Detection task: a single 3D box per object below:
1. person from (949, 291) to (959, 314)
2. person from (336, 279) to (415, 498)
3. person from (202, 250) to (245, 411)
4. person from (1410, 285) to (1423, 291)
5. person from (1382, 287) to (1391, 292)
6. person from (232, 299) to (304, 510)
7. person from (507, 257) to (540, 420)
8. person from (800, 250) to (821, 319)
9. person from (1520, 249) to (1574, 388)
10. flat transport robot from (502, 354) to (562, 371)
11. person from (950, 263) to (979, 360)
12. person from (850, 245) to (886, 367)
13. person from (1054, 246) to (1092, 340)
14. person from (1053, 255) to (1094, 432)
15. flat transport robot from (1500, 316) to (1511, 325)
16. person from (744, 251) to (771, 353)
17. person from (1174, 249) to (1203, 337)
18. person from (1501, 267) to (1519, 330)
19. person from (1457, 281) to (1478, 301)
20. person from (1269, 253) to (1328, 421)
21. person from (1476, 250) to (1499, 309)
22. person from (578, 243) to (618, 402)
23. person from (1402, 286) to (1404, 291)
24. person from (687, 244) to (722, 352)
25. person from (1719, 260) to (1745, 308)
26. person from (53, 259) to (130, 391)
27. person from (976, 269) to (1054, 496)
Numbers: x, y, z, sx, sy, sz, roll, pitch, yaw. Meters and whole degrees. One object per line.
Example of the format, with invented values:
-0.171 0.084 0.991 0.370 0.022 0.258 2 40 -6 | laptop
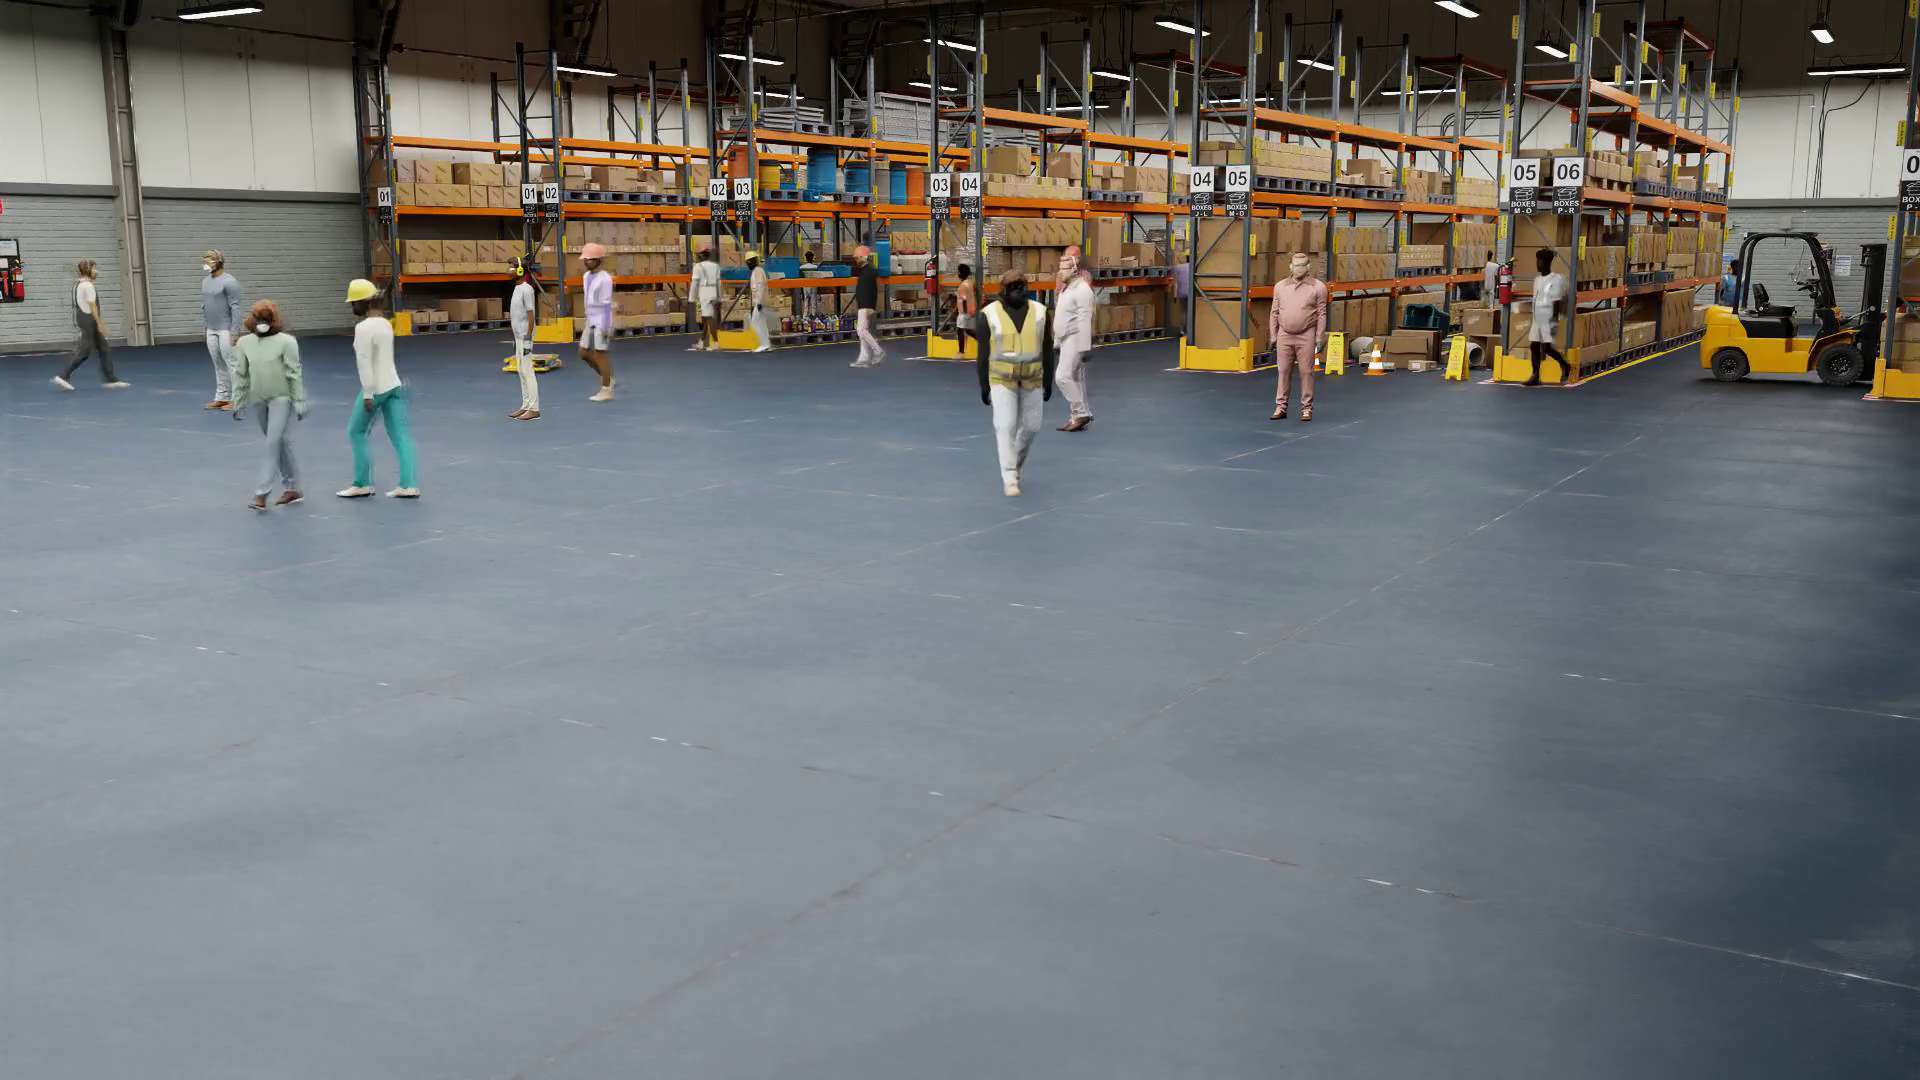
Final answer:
0.121 -5.297 35.570 0.612 1.957 0.889 6 12 31 | person
-4.679 -1.180 13.138 0.732 1.730 0.561 2 10 10 | person
-8.944 -2.531 20.150 0.628 1.940 0.377 6 12 32 | person
11.107 -6.071 40.446 0.963 1.777 0.689 -7 12 -34 | person
10.719 -6.254 41.179 0.883 1.892 0.656 -2 10 -11 | person
-5.299 -1.020 12.629 0.529 1.587 0.801 2 10 13 | person
-5.046 -2.315 19.136 0.316 1.870 0.531 -6 12 -29 | person
-3.236 -5.352 36.134 0.514 1.877 0.328 5 11 26 | person
8.230 -3.089 23.226 0.647 1.950 0.619 -3 11 -16 | person
-6.814 -2.832 26.508 0.652 0.197 1.431 0 10 -3 | flat transport robot
0.187 -3.952 28.822 0.642 1.677 0.530 3 11 17 | person
-1.540 -3.797 27.105 0.464 1.982 0.649 -3 10 -15 | person
1.681 -3.415 24.967 0.642 1.982 0.435 6 12 30 | person
1.182 -2.099 17.859 0.431 1.890 0.659 -2 10 -11 | person
13.299 -5.392 40.846 0.652 0.197 1.431 2 10 9 | flat transport robot
-3.739 -4.402 30.792 0.509 1.872 0.668 -1 10 -8 | person
4.815 -5.153 34.905 0.628 1.910 0.468 5 11 27 | person
12.992 -5.860 39.137 0.604 1.833 0.832 -1 10 -5 | person
12.714 -6.441 41.767 1.004 2.000 0.703 3 10 15 | person
3.847 -2.313 19.023 0.651 1.905 0.409 5 11 25 | person
12.443 -5.900 39.258 0.510 1.860 0.334 2 10 14 | person
-4.636 -2.761 21.196 0.435 2.023 0.635 -9 13 -40 | person
11.382 -6.367 41.750 0.672 1.901 0.657 6 12 31 | person
-4.826 -4.523 31.140 0.903 1.990 0.646 6 12 30 | person
16.207 -5.025 34.880 0.552 1.653 0.861 6 12 30 | person
-12.050 -2.952 22.898 0.926 1.812 0.525 -6 12 -32 | person
0.439 -1.295 13.560 0.630 1.828 0.703 -2 10 -11 | person
